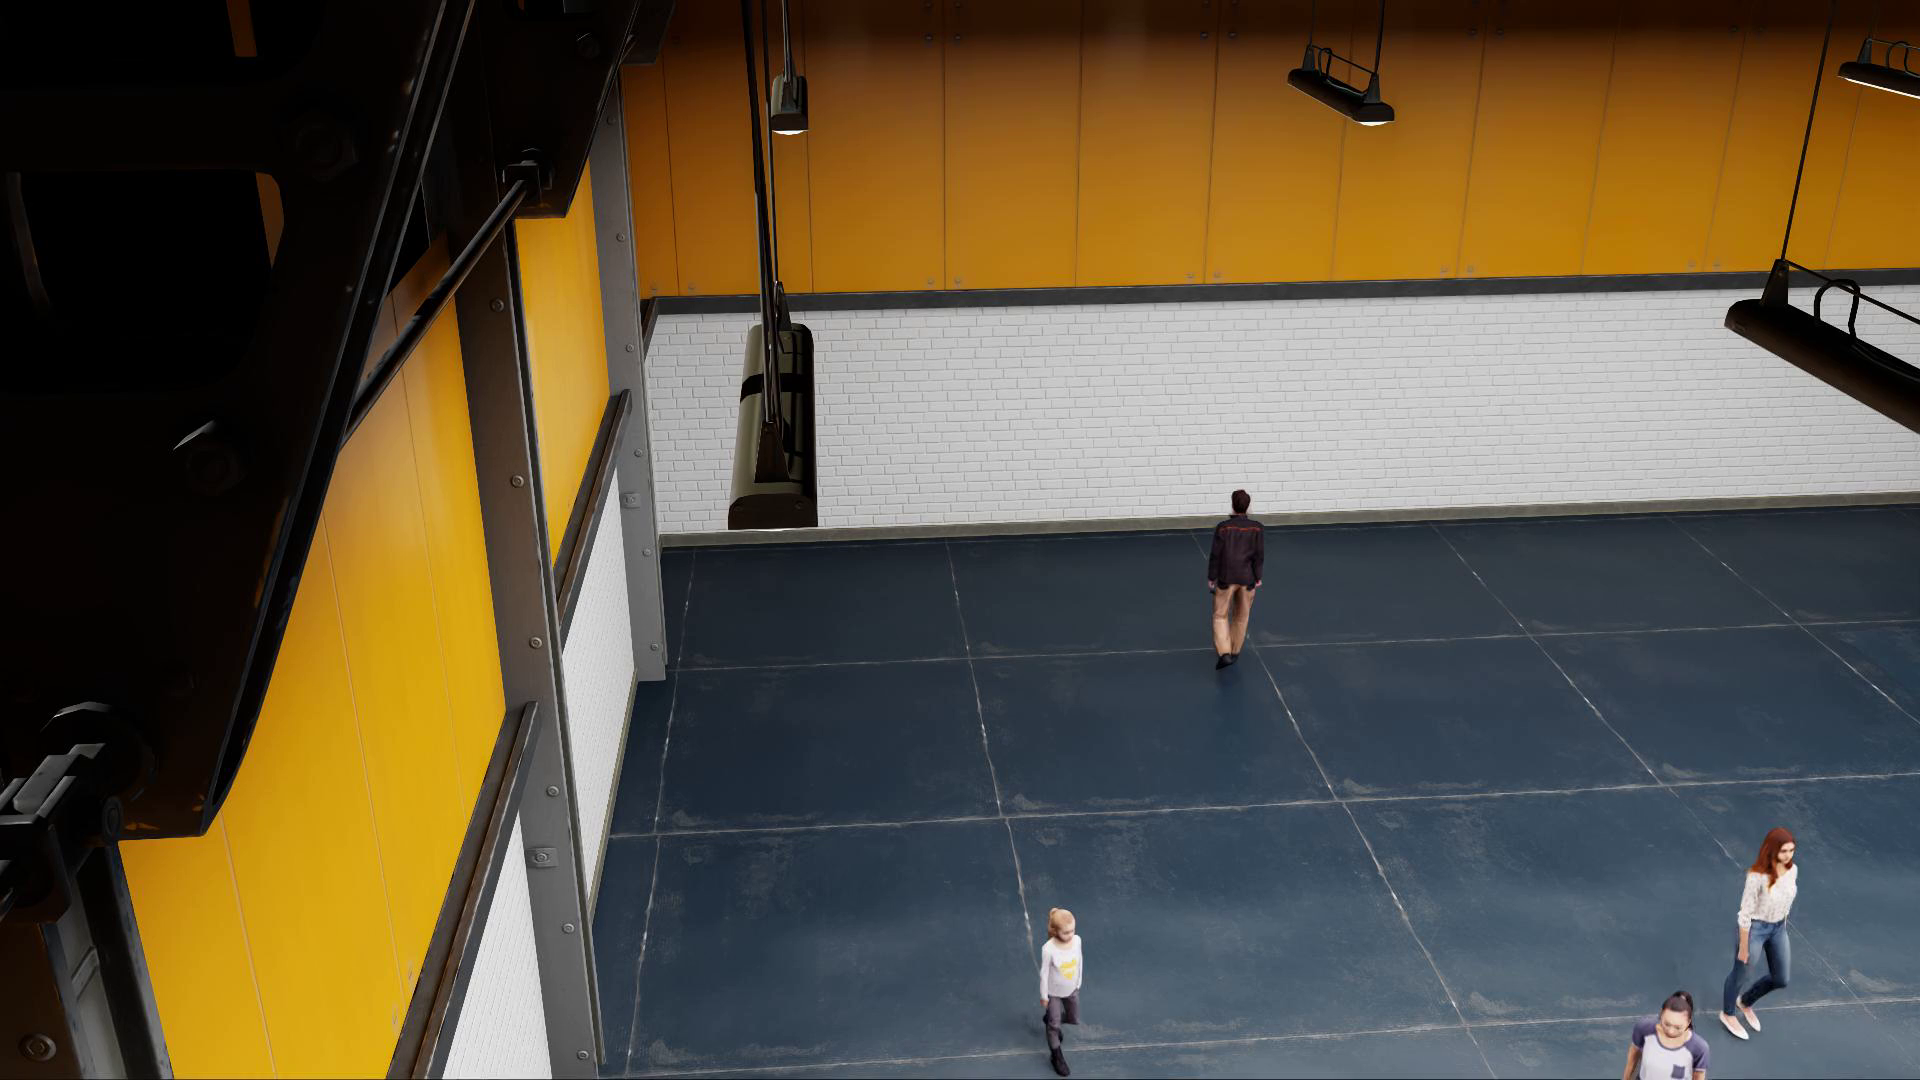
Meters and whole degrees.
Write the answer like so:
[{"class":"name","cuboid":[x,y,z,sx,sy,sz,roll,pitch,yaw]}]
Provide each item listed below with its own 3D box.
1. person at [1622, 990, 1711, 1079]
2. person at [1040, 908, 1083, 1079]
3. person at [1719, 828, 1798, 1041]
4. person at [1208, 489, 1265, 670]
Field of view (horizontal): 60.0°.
[{"class":"person","cuboid":[4.317,3.411,10.201,0.706,1.639,0.774,20,31,39]},{"class":"person","cuboid":[0.655,3.060,11.466,0.617,1.269,0.737,-12,26,-25]},{"class":"person","cuboid":[5.572,2.711,11.702,0.658,1.720,0.645,-6,24,-14]},{"class":"person","cuboid":[2.763,0.420,16.699,0.747,1.915,0.987,0,24,0]}]
